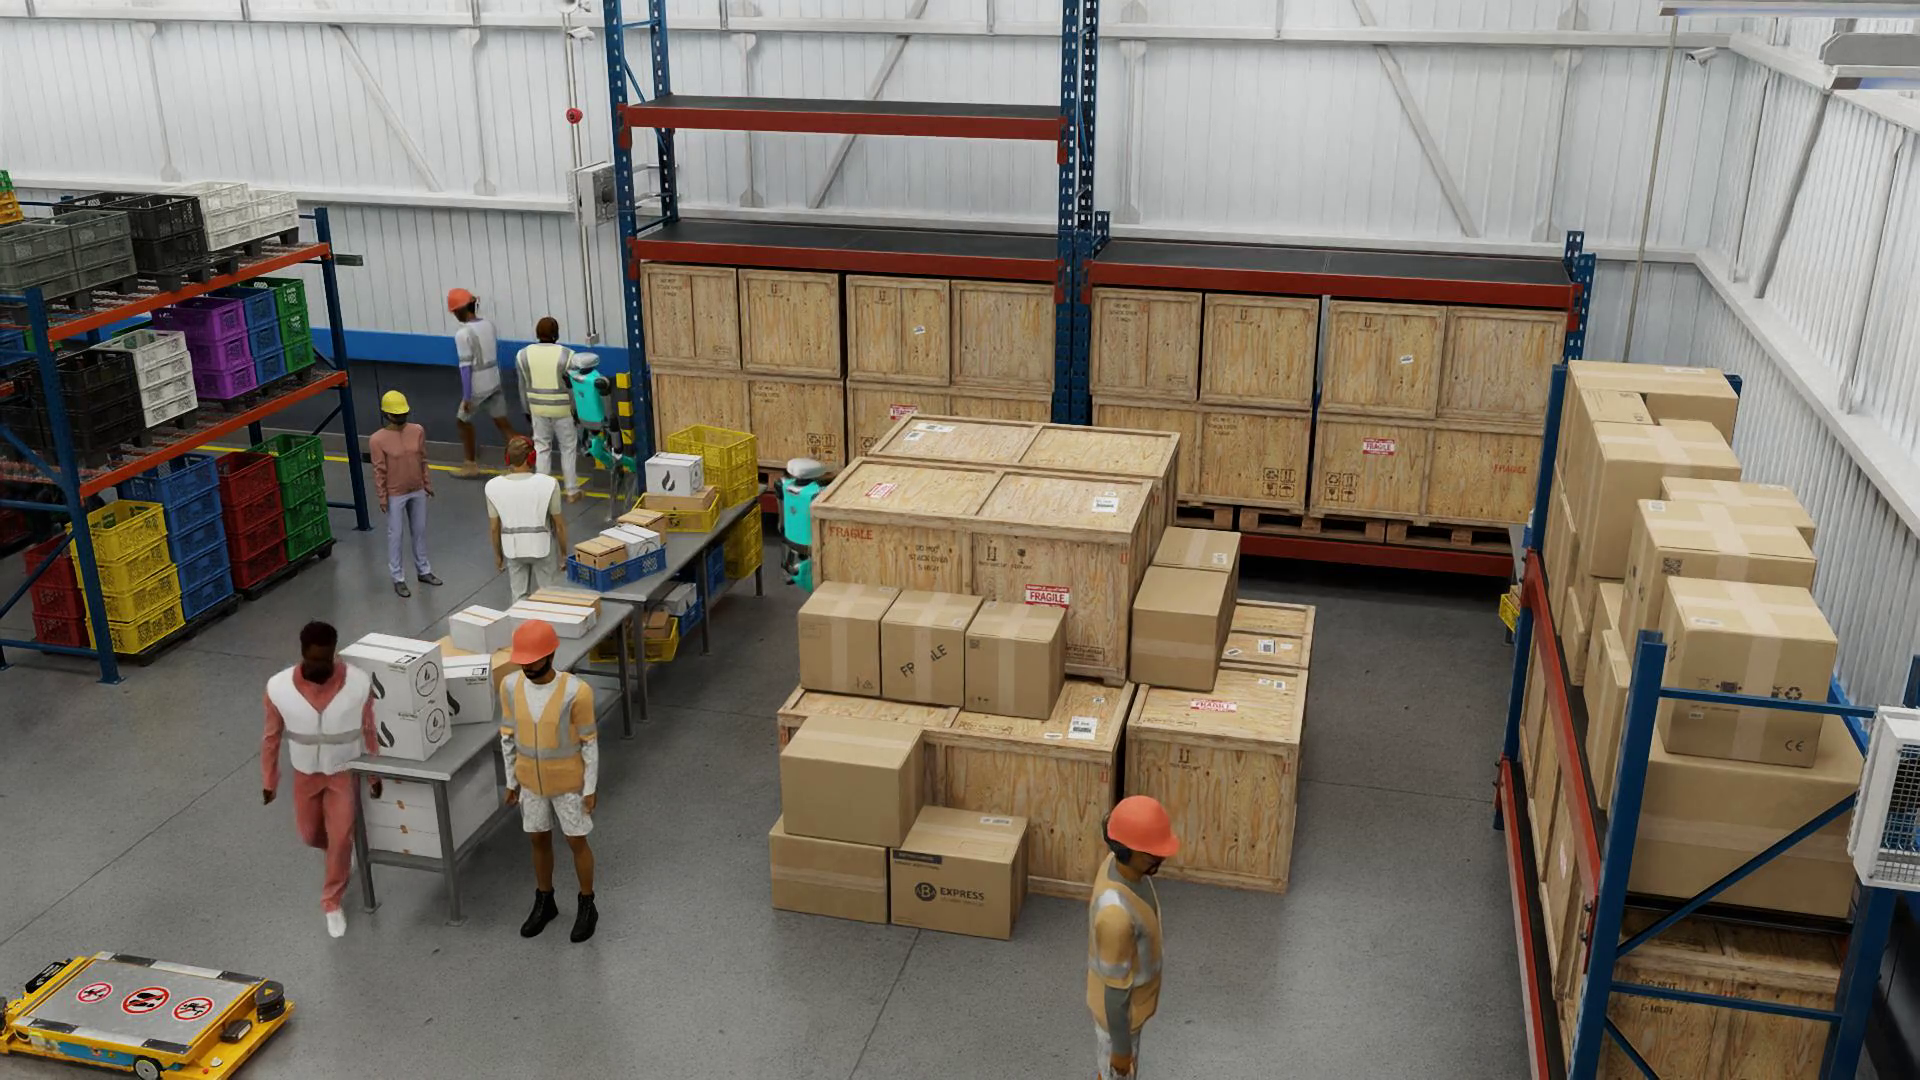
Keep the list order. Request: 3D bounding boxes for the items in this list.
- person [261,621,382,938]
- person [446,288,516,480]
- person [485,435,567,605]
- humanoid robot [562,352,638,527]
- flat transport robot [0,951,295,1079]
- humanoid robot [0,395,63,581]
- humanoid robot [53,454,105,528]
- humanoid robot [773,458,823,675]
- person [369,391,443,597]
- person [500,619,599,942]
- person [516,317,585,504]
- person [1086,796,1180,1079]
[{"bbox_3d":[-3.604,1.277,9.453,0.665,1.881,0.717,-6,22,-15],"label":"person"},{"bbox_3d":[-4.854,-1.539,16.666,0.919,1.982,0.746,7,22,17],"label":"person"},{"bbox_3d":[-3.242,0.114,12.548,0.563,1.837,0.389,-1,21,-4],"label":"person"},{"bbox_3d":[-3.218,-0.919,15.440,0.534,1.790,0.809,13,24,30],"label":"humanoid robot"},{"bbox_3d":[-4.270,2.464,8.601,1.431,0.231,0.659,5,22,13],"label":"flat transport robot"},{"bbox_3d":[-7.966,-0.430,14.211,0.592,1.644,0.456,8,22,21],"label":"humanoid robot"},{"bbox_3d":[-7.461,-0.391,14.079,0.600,1.653,0.358,14,25,32],"label":"humanoid robot"},{"bbox_3d":[-0.959,0.198,12.579,0.559,1.846,0.845,17,27,38],"label":"humanoid robot"},{"bbox_3d":[-4.671,-0.405,14.006,0.310,1.768,0.529,16,26,35],"label":"person"},{"bbox_3d":[-2.276,1.332,9.225,0.550,1.936,0.353,4,21,10],"label":"person"},{"bbox_3d":[-3.948,-1.258,16.149,0.628,1.835,0.430,2,21,5],"label":"person"},{"bbox_3d":[0.742,2.022,7.276,0.370,2.040,0.615,4,21,9],"label":"person"}]
